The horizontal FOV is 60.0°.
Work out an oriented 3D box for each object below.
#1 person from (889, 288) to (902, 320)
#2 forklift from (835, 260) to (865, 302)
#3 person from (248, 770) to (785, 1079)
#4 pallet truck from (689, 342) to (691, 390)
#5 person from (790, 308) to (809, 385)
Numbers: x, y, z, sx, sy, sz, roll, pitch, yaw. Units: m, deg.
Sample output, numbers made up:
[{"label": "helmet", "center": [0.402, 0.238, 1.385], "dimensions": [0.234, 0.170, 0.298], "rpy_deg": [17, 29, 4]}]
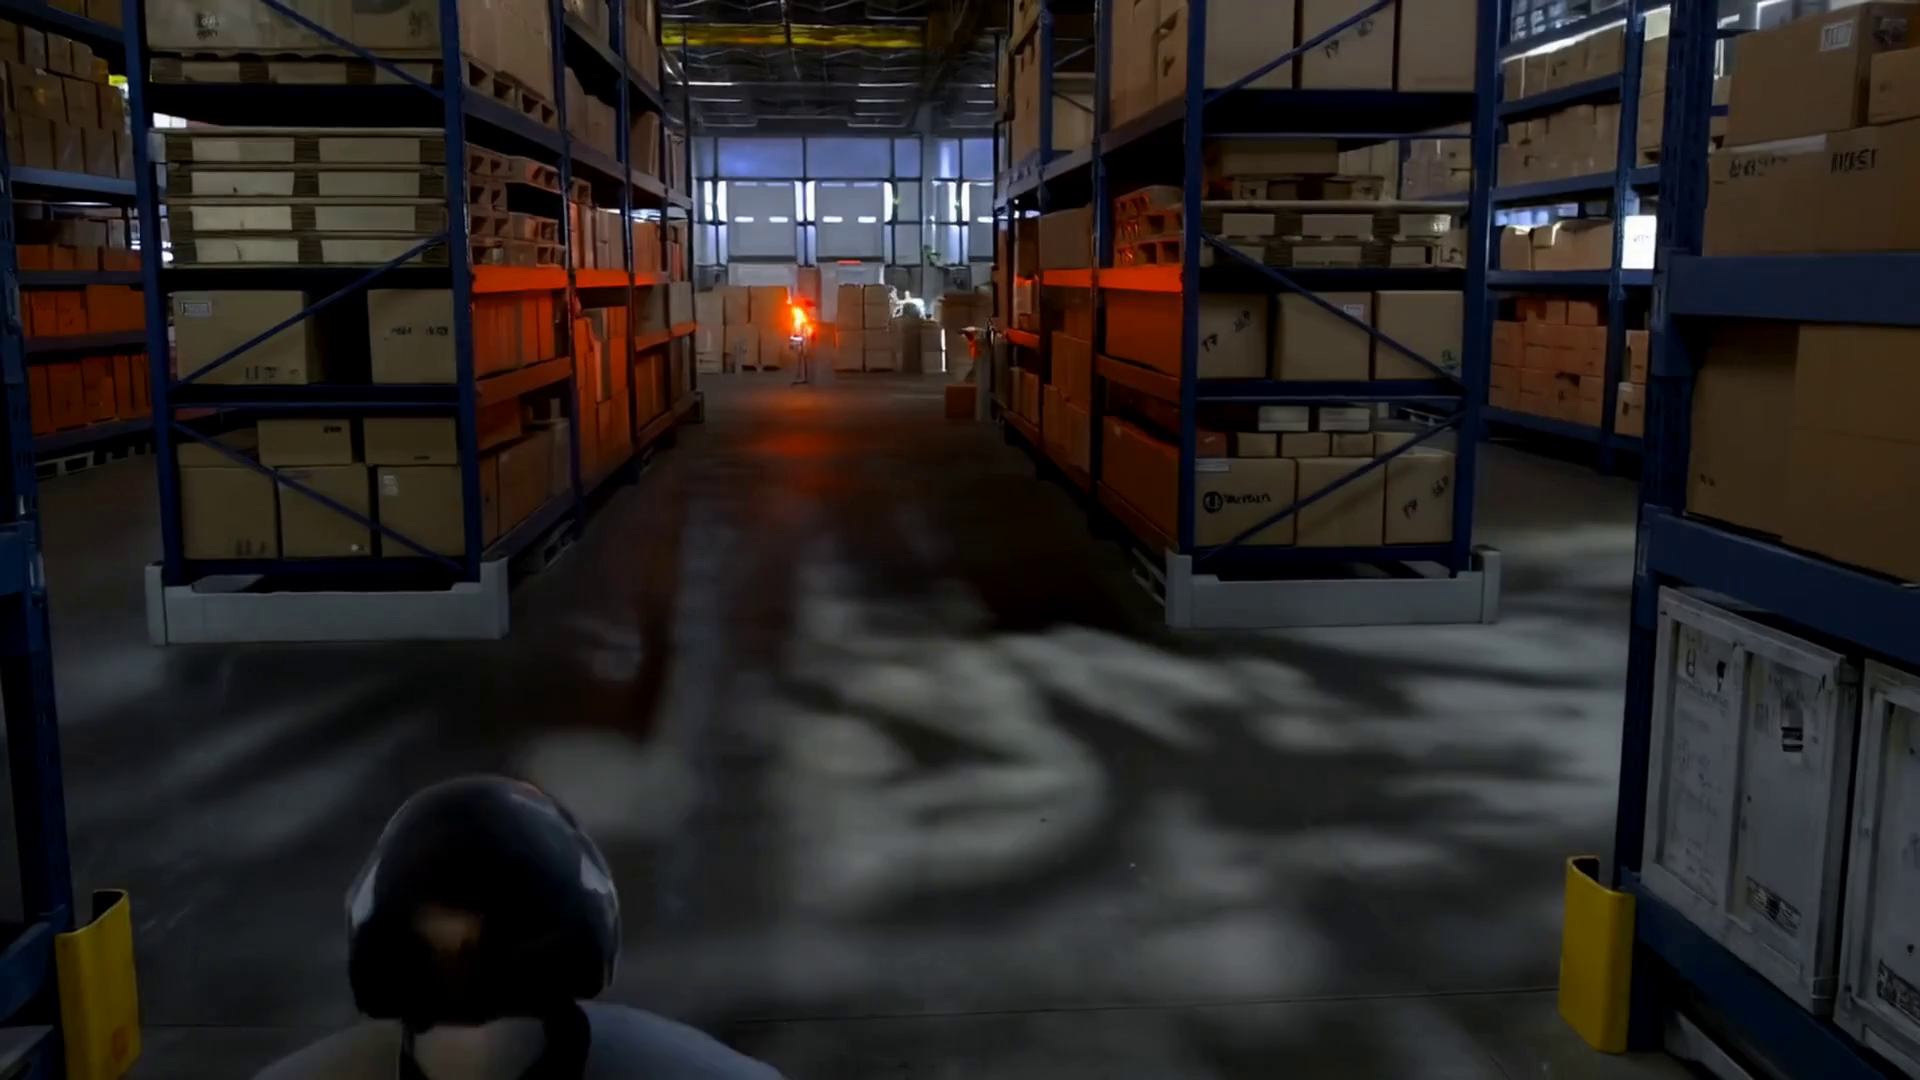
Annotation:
[{"label": "person", "center": [-2.305, -7.811, 57.872], "dimensions": [0.635, 1.928, 0.381], "rpy_deg": [3, 10, 20]}, {"label": "forklift", "center": [-3.422, -7.307, 51.714], "dimensions": [1.129, 2.768, 1.873], "rpy_deg": [-1, 9, -4]}, {"label": "person", "center": [-0.451, 1.128, 1.797], "dimensions": [0.639, 1.919, 0.770], "rpy_deg": [-1, 9, -5]}, {"label": "pallet truck", "center": [-5.225, -3.008, 27.480], "dimensions": [1.885, 1.965, 0.823], "rpy_deg": [2, 9, 14]}, {"label": "person", "center": [-3.462, -4.177, 35.927], "dimensions": [0.514, 1.645, 0.308], "rpy_deg": [8, 12, 42]}]
